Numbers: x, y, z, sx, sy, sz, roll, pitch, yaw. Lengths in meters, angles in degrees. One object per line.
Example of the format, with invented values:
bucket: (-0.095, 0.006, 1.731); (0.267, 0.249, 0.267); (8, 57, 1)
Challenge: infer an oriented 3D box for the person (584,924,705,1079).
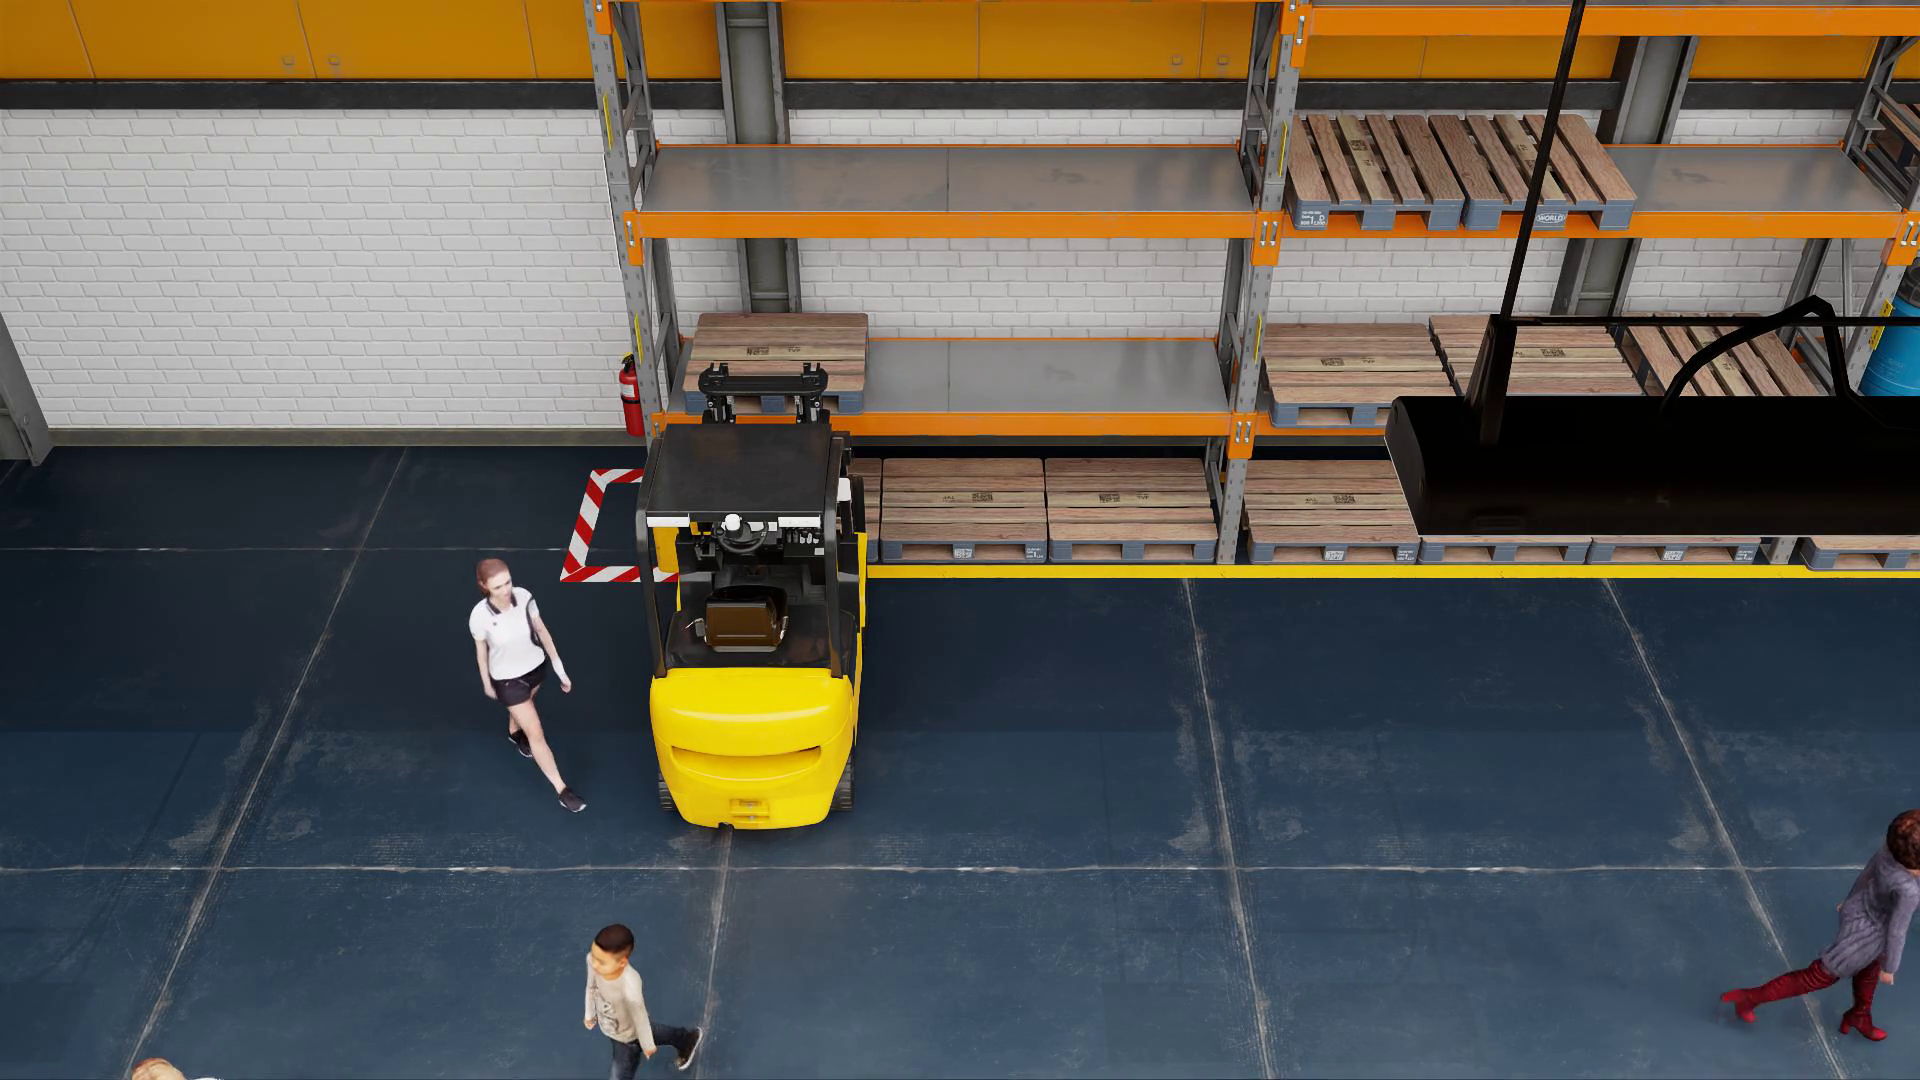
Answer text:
person: (-1.586, 2.336, 8.157); (1.036, 1.441, 0.935); (-28, 47, -31)

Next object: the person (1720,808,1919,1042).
person: (4.464, 1.986, 8.411); (1.156, 1.672, 0.786); (10, 40, 13)

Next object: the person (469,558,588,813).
person: (-2.667, 0.765, 9.921); (1.170, 1.694, 1.099); (31, 48, 33)
